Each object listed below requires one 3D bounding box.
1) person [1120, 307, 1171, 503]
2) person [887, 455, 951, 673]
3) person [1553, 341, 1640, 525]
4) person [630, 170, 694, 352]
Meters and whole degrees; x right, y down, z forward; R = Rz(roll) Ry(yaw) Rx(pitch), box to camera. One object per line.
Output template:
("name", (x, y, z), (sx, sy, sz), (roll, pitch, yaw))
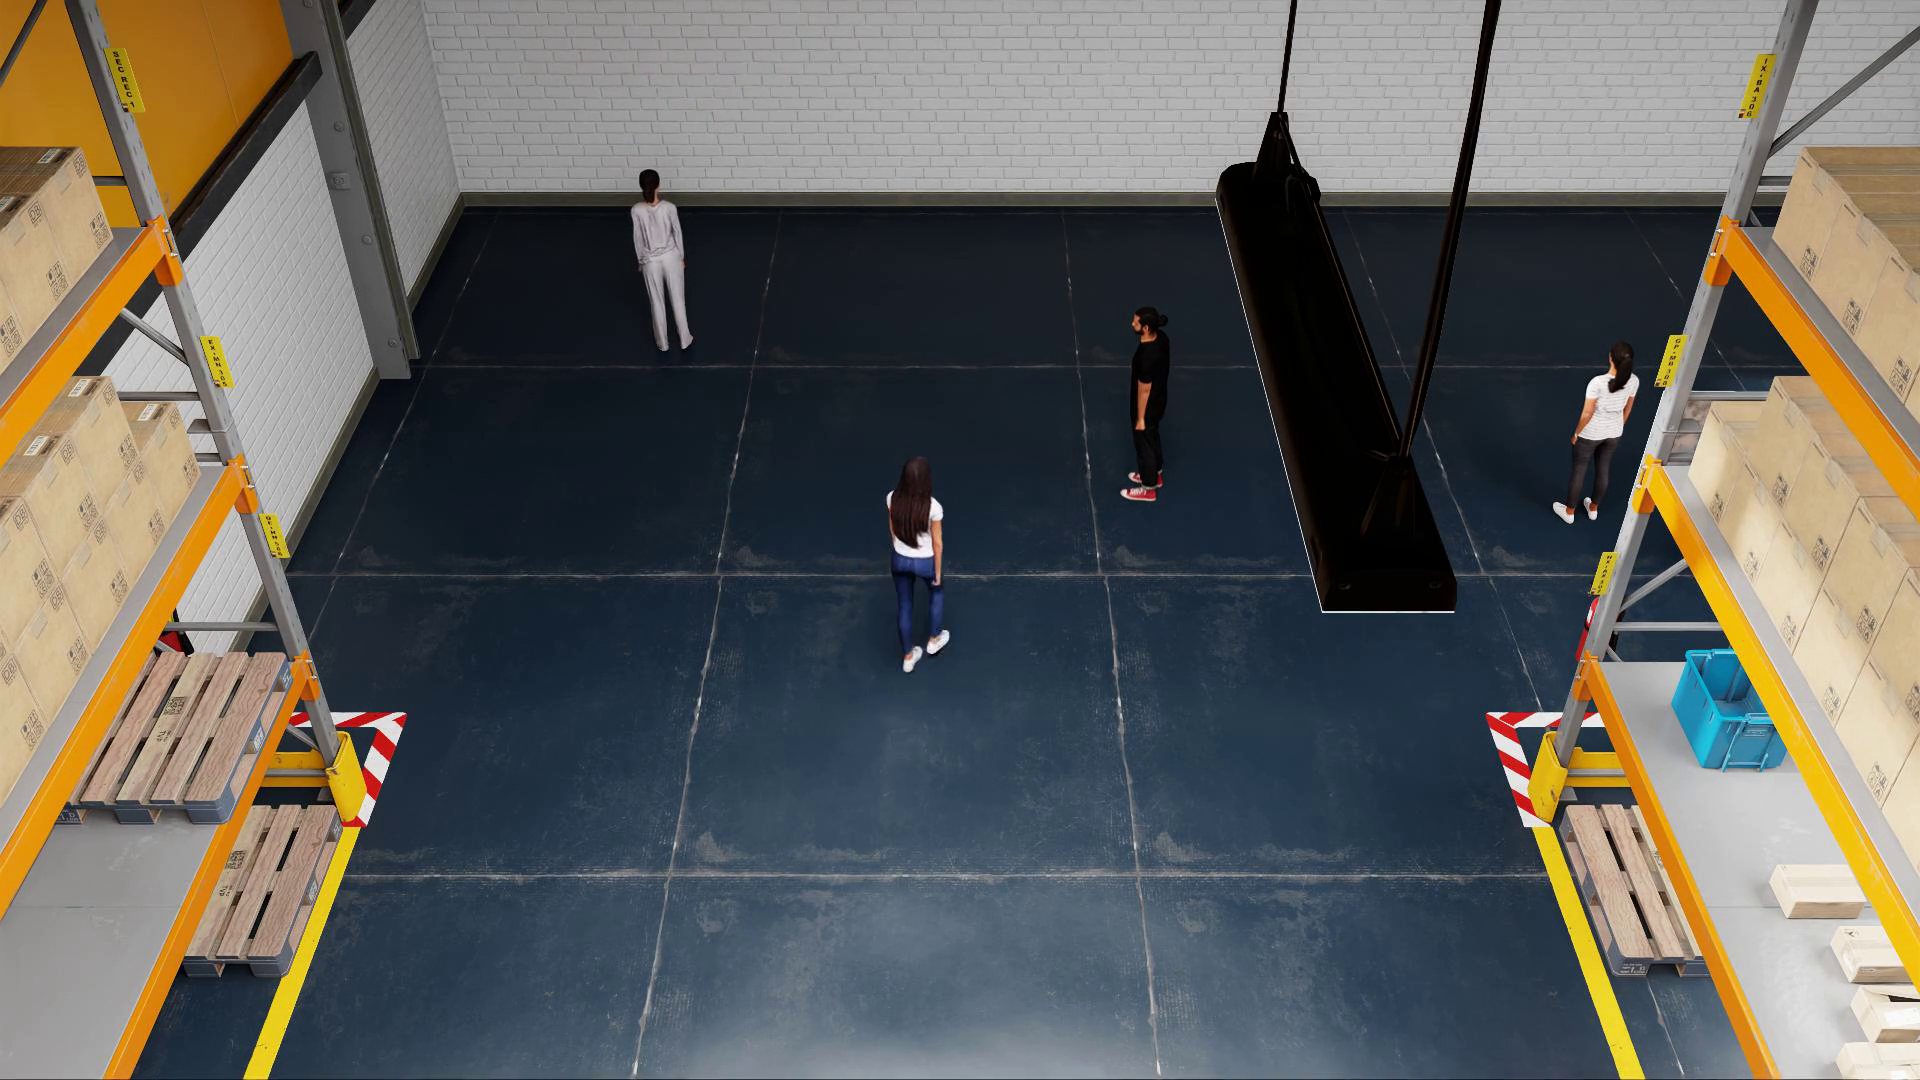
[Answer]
("person", (1.513, -1.093, 13.290), (0.744, 1.751, 0.600), (12, 40, 14))
("person", (-0.353, 0.228, 11.630), (0.710, 1.760, 0.788), (11, 40, 14))
("person", (5.029, -0.848, 13.067), (0.599, 1.646, 0.578), (-6, 39, -7))
("person", (-2.705, -2.517, 15.054), (0.603, 1.775, 0.553), (-4, 39, -4))
